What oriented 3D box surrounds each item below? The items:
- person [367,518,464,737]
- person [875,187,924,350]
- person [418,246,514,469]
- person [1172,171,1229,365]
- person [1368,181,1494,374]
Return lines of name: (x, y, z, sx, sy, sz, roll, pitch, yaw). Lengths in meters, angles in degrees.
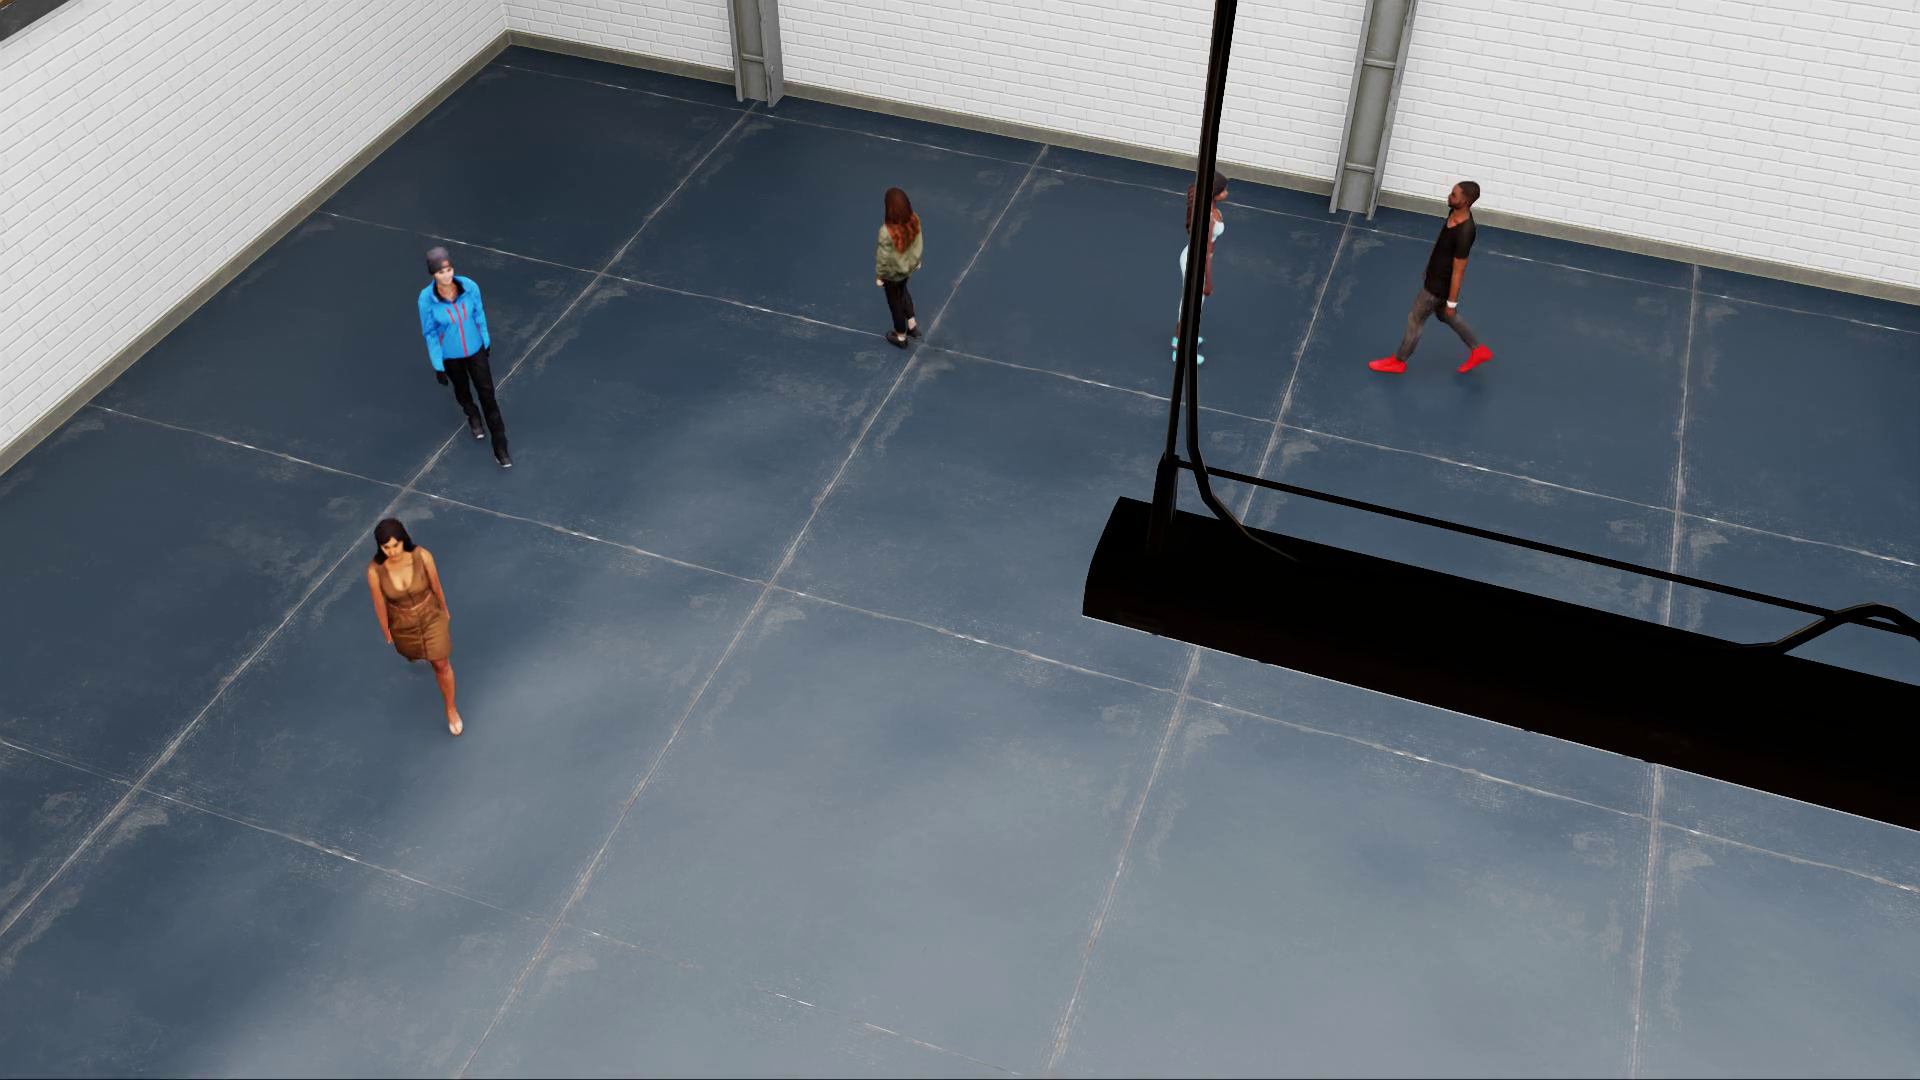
person: (-3.415, 0.458, 10.411, 0.997, 1.670, 1.042, -17, 46, -17)
person: (-0.437, -2.139, 13.280, 0.684, 1.473, 0.691, -34, 53, -31)
person: (-3.726, -1.431, 12.326, 1.081, 1.763, 1.123, -16, 46, -16)
person: (1.865, -2.153, 13.115, 0.644, 1.721, 0.643, -1, 44, -2)
person: (3.841, -1.992, 12.909, 1.225, 1.771, 0.795, 7, 44, 8)
